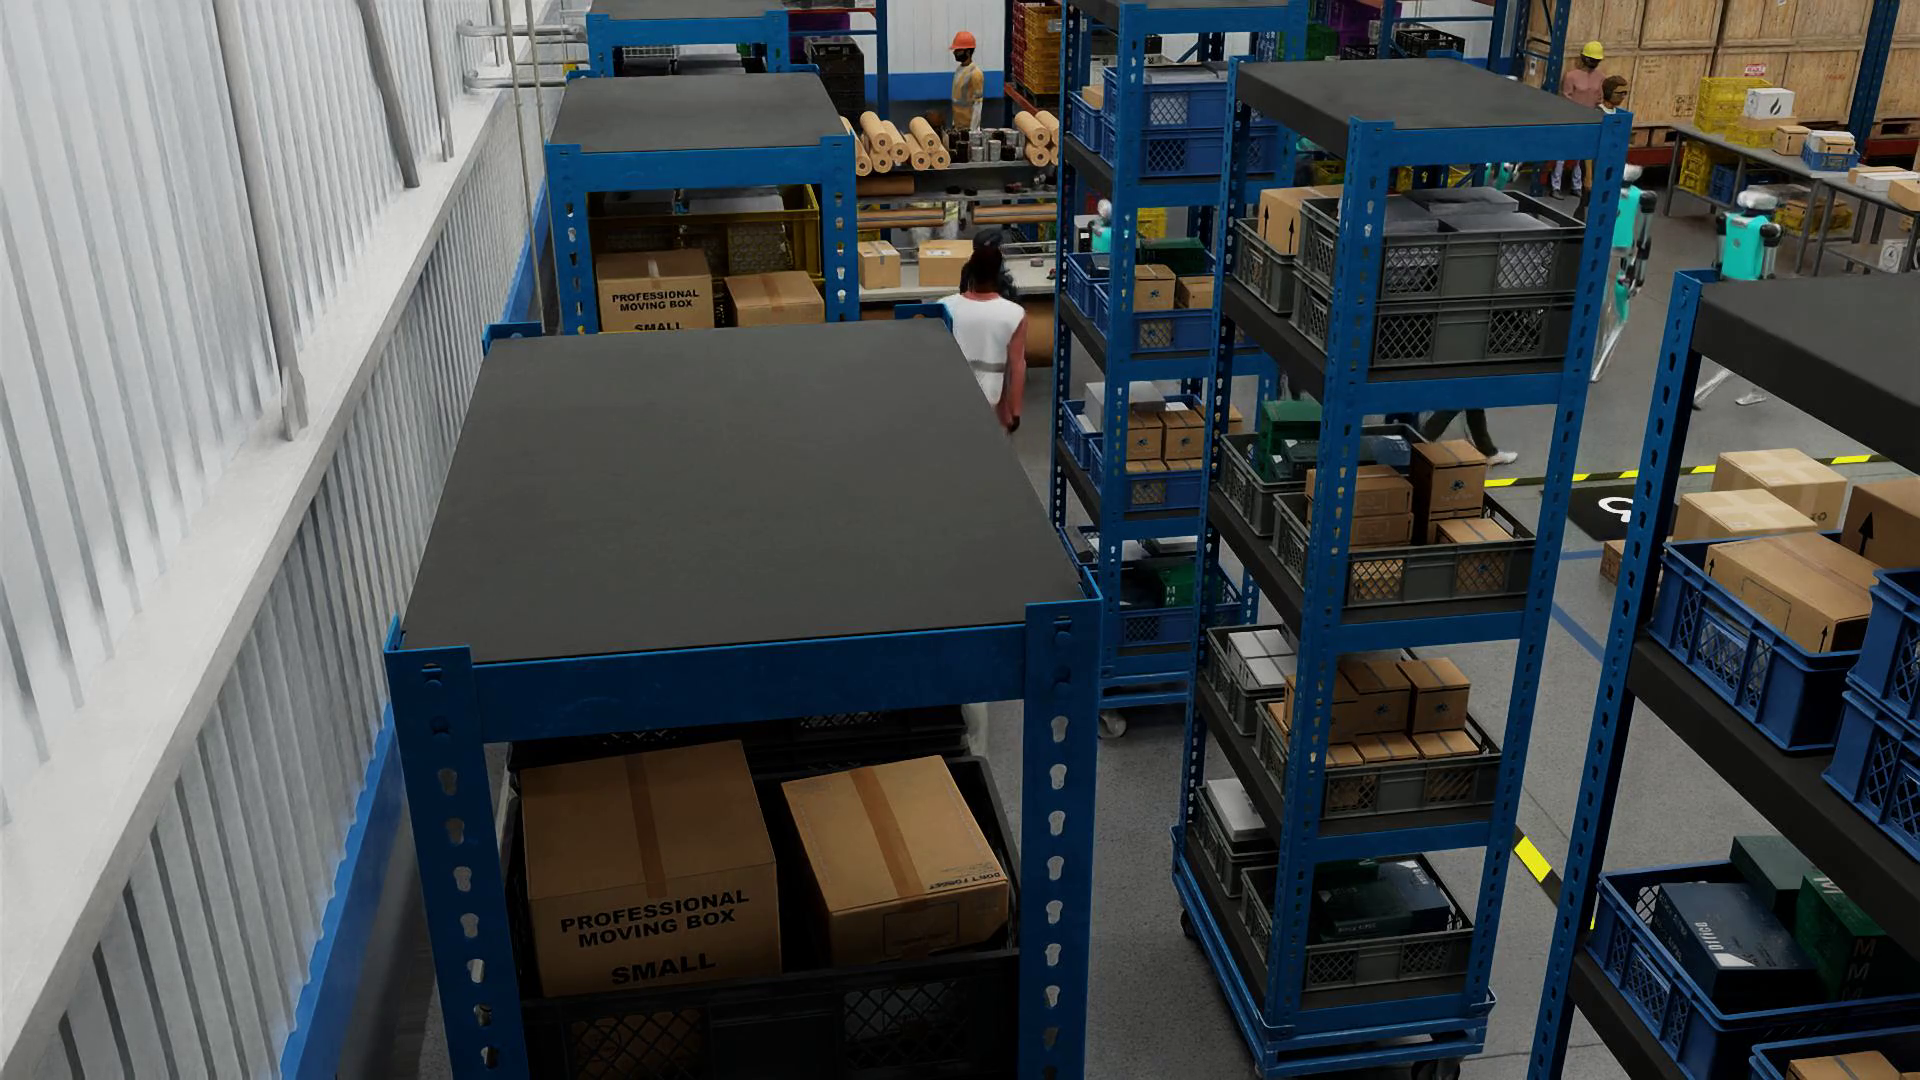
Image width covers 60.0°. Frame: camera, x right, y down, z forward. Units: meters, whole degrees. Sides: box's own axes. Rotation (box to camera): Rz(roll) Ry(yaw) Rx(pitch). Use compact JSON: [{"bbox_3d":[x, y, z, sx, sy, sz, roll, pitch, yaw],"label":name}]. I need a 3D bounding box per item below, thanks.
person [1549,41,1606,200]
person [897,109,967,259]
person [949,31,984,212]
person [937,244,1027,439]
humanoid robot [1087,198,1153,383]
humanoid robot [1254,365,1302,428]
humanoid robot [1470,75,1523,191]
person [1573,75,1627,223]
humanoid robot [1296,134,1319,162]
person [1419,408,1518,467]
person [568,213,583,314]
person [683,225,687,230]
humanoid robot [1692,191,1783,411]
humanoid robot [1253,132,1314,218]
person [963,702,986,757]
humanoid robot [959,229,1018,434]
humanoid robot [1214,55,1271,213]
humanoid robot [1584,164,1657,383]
[{"bbox_3d":[7.018,-4.736,18.816,0.525,1.760,0.335,-6,25,-12],"label":"person"},{"bbox_3d":[-0.241,-2.858,14.628,0.632,1.841,0.429,-2,25,-5],"label":"person"},{"bbox_3d":[0.050,-4.596,18.293,0.351,1.938,0.543,-12,27,-24],"label":"person"},{"bbox_3d":[0.142,-0.933,10.406,0.599,1.871,0.981,5,25,10],"label":"person"},{"bbox_3d":[1.258,-1.570,11.984,0.683,1.818,0.531,-8,26,-17],"label":"humanoid robot"},{"bbox_3d":[2.377,-1.601,12.096,0.566,1.643,0.609,-4,25,-8],"label":"humanoid robot"},{"bbox_3d":[5.415,-3.793,16.888,0.550,1.878,0.656,4,25,9],"label":"humanoid robot"},{"bbox_3d":[6.243,-3.618,16.295,0.332,1.836,0.505,21,32,38],"label":"person"},{"bbox_3d":[3.896,-4.633,18.715,0.548,1.872,0.805,-23,33,-40],"label":"humanoid robot"},{"bbox_3d":[3.445,-1.274,11.231,0.968,1.807,0.601,-6,25,-13],"label":"person"},{"bbox_3d":[-2.740,-1.877,12.484,0.510,1.858,0.332,-22,32,-39],"label":"person"},{"bbox_3d":[-2.357,-3.259,15.289,0.644,2.020,0.477,7,26,15],"label":"person"},{"bbox_3d":[5.866,-1.730,12.304,1.034,1.733,0.548,-11,27,-22],"label":"humanoid robot"},{"bbox_3d":[2.930,-2.877,14.885,0.609,1.633,0.467,9,26,19],"label":"humanoid robot"},{"bbox_3d":[-0.015,0.295,7.789,0.407,1.830,0.575,-9,26,-19],"label":"person"},{"bbox_3d":[0.185,-1.376,11.654,0.613,1.631,0.736,21,32,38],"label":"humanoid robot"},{"bbox_3d":[2.975,-4.361,18.076,1.059,1.746,0.596,-3,25,-6],"label":"humanoid robot"},{"bbox_3d":[5.260,-2.161,13.293,0.545,1.808,0.904,15,29,30],"label":"humanoid robot"}]
